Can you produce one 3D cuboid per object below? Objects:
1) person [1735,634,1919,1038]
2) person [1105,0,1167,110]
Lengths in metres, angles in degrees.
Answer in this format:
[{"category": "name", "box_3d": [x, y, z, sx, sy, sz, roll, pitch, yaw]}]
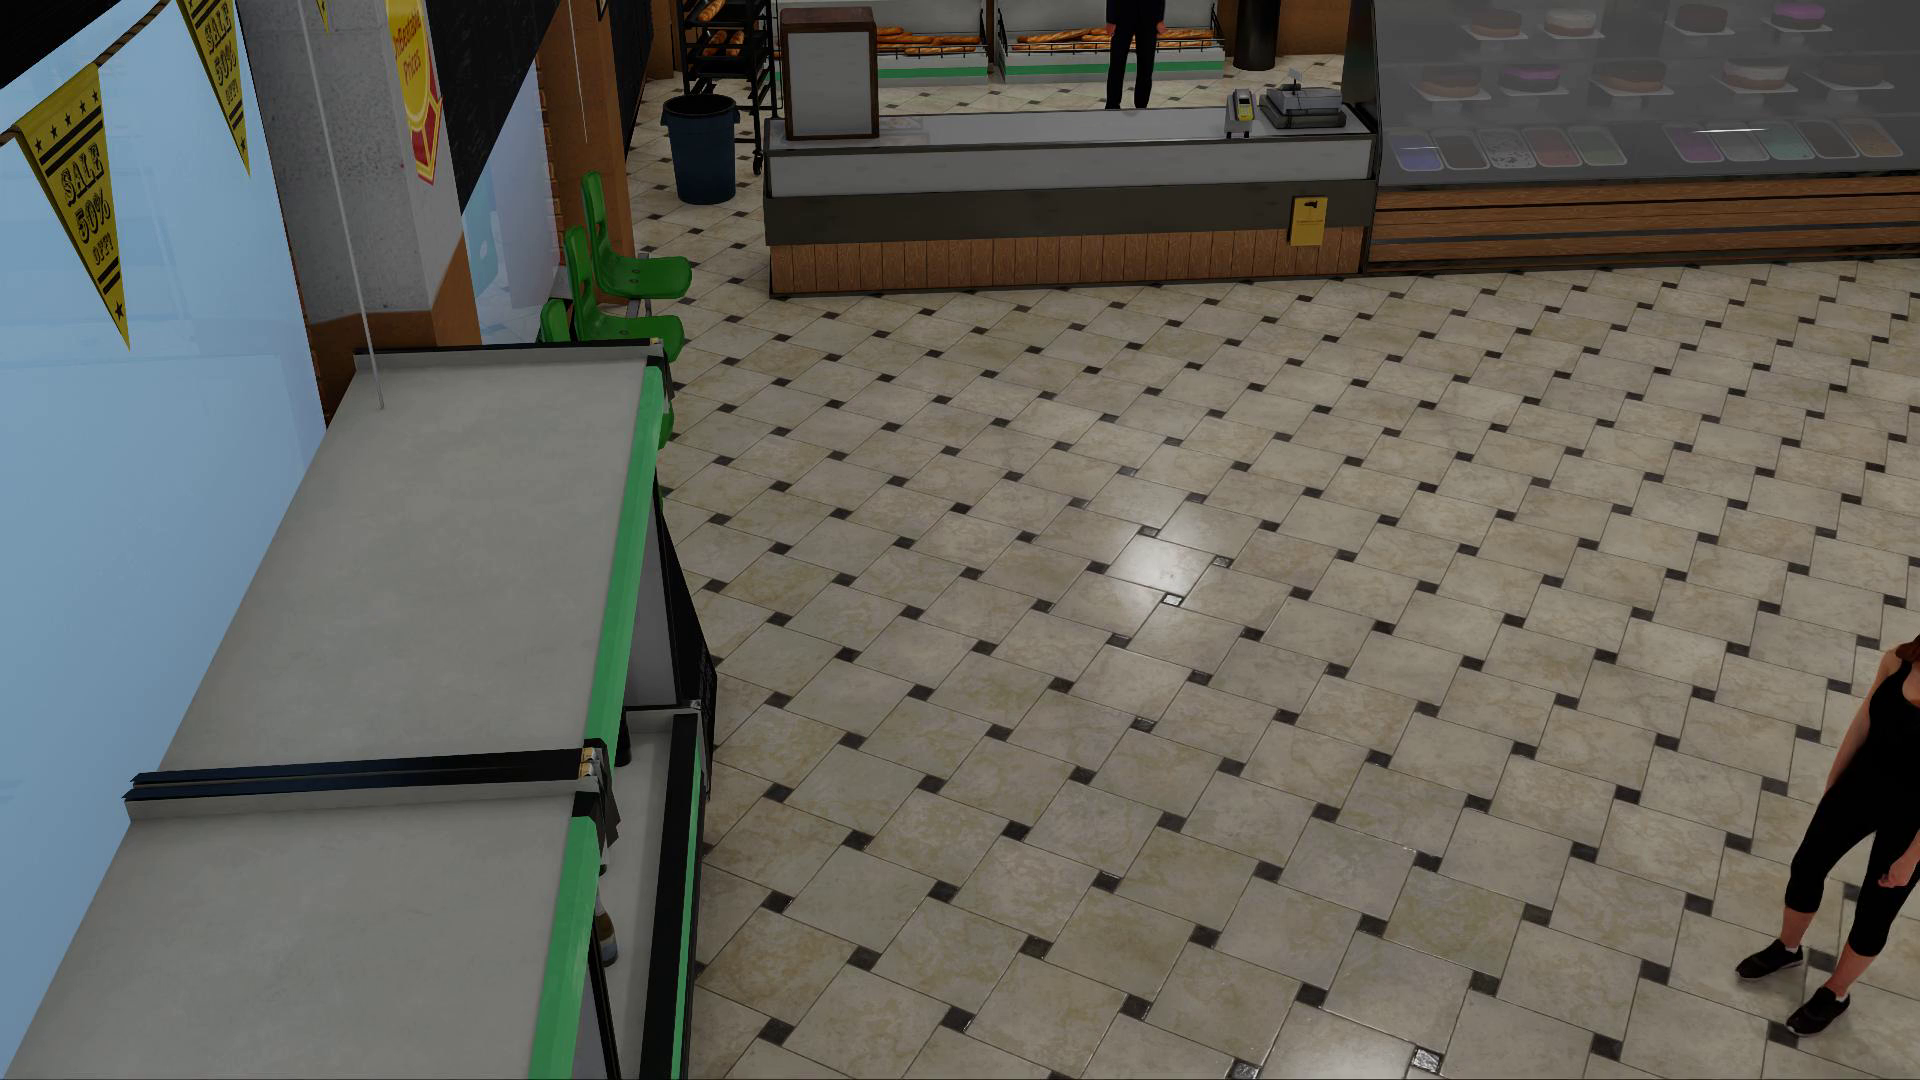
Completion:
[{"category": "person", "box_3d": [3.052, 0.876, 5.383, 0.731, 1.723, 0.616, -14, 35, -21]}, {"category": "person", "box_3d": [1.429, -4.235, 13.462, 0.629, 1.866, 0.551, -3, 32, -4]}]
